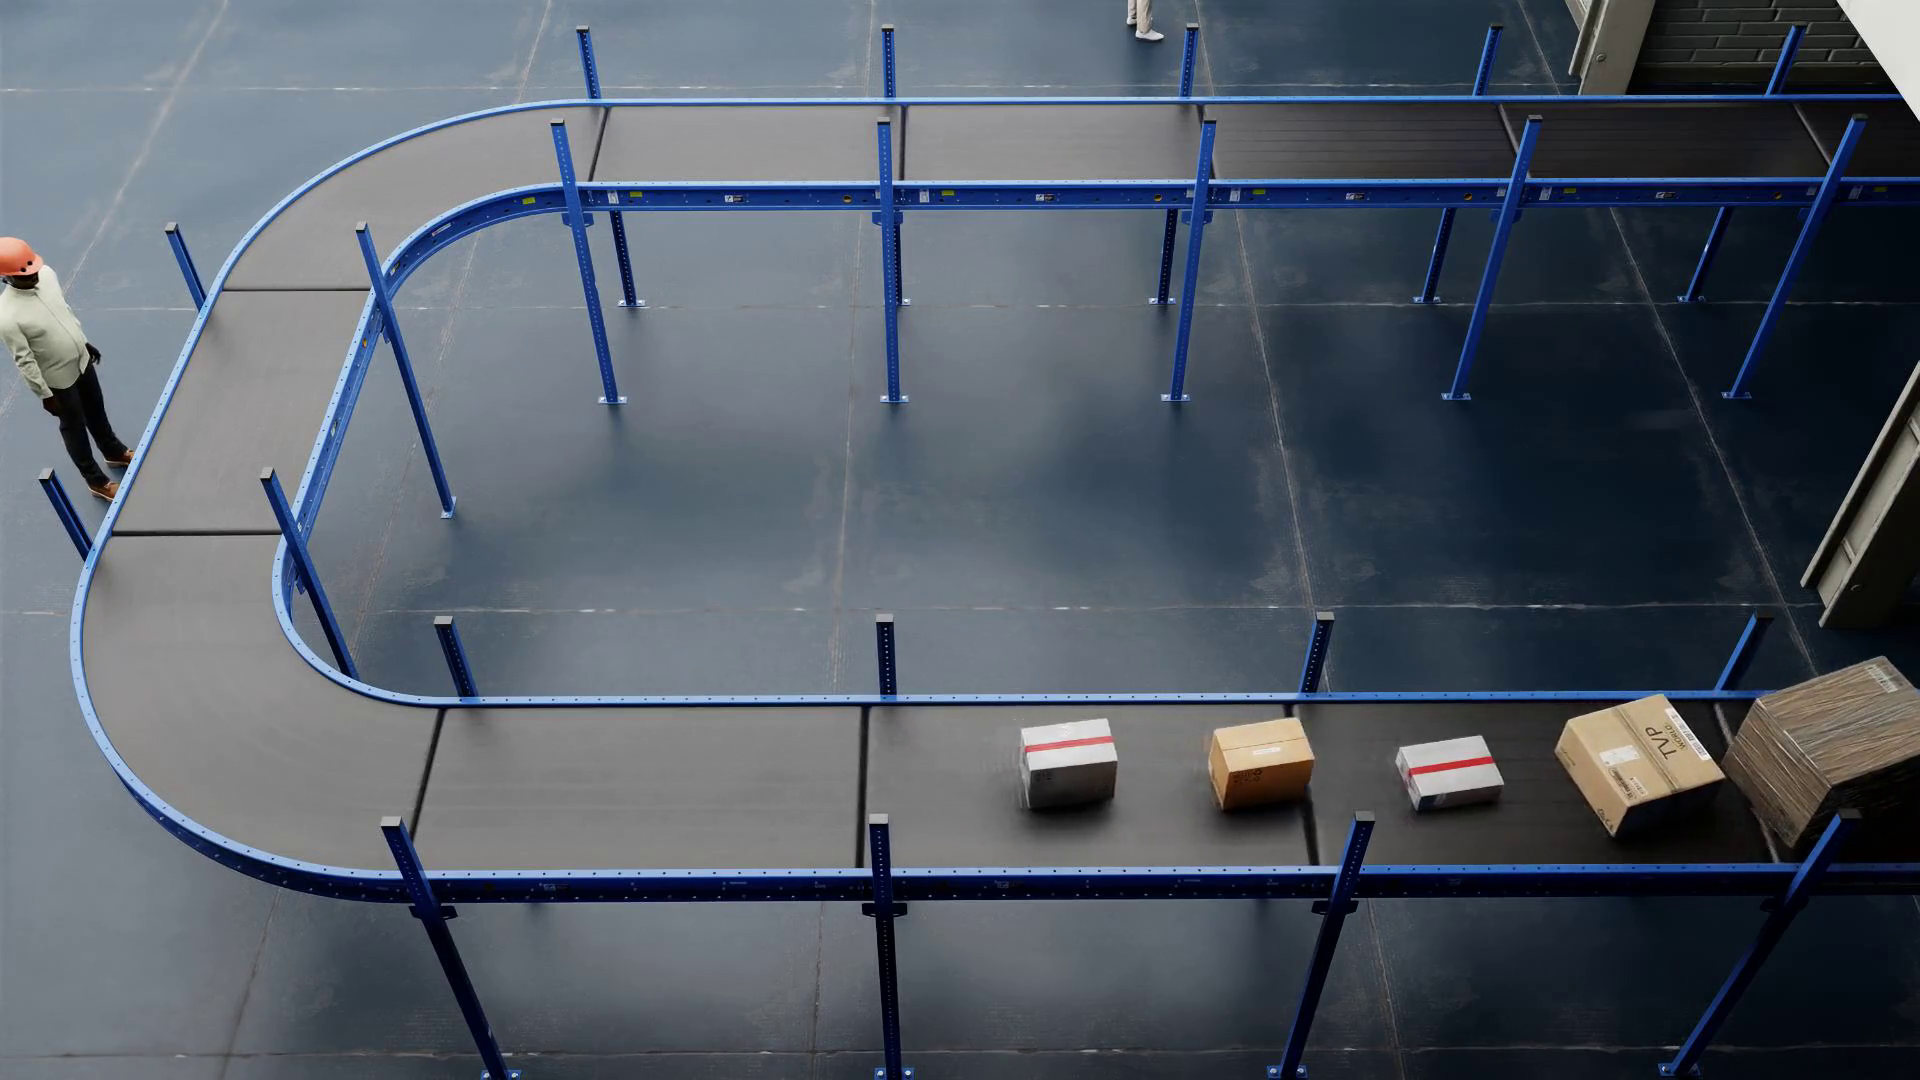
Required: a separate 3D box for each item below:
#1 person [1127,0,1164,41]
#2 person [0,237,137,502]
[{"bbox_3d":[1.655,-5.174,14.983,0.306,1.639,0.523,-10,48,-9],"label":"person"},{"bbox_3d":[-5.703,-1.106,10.947,0.386,1.992,0.625,4,47,4],"label":"person"}]
